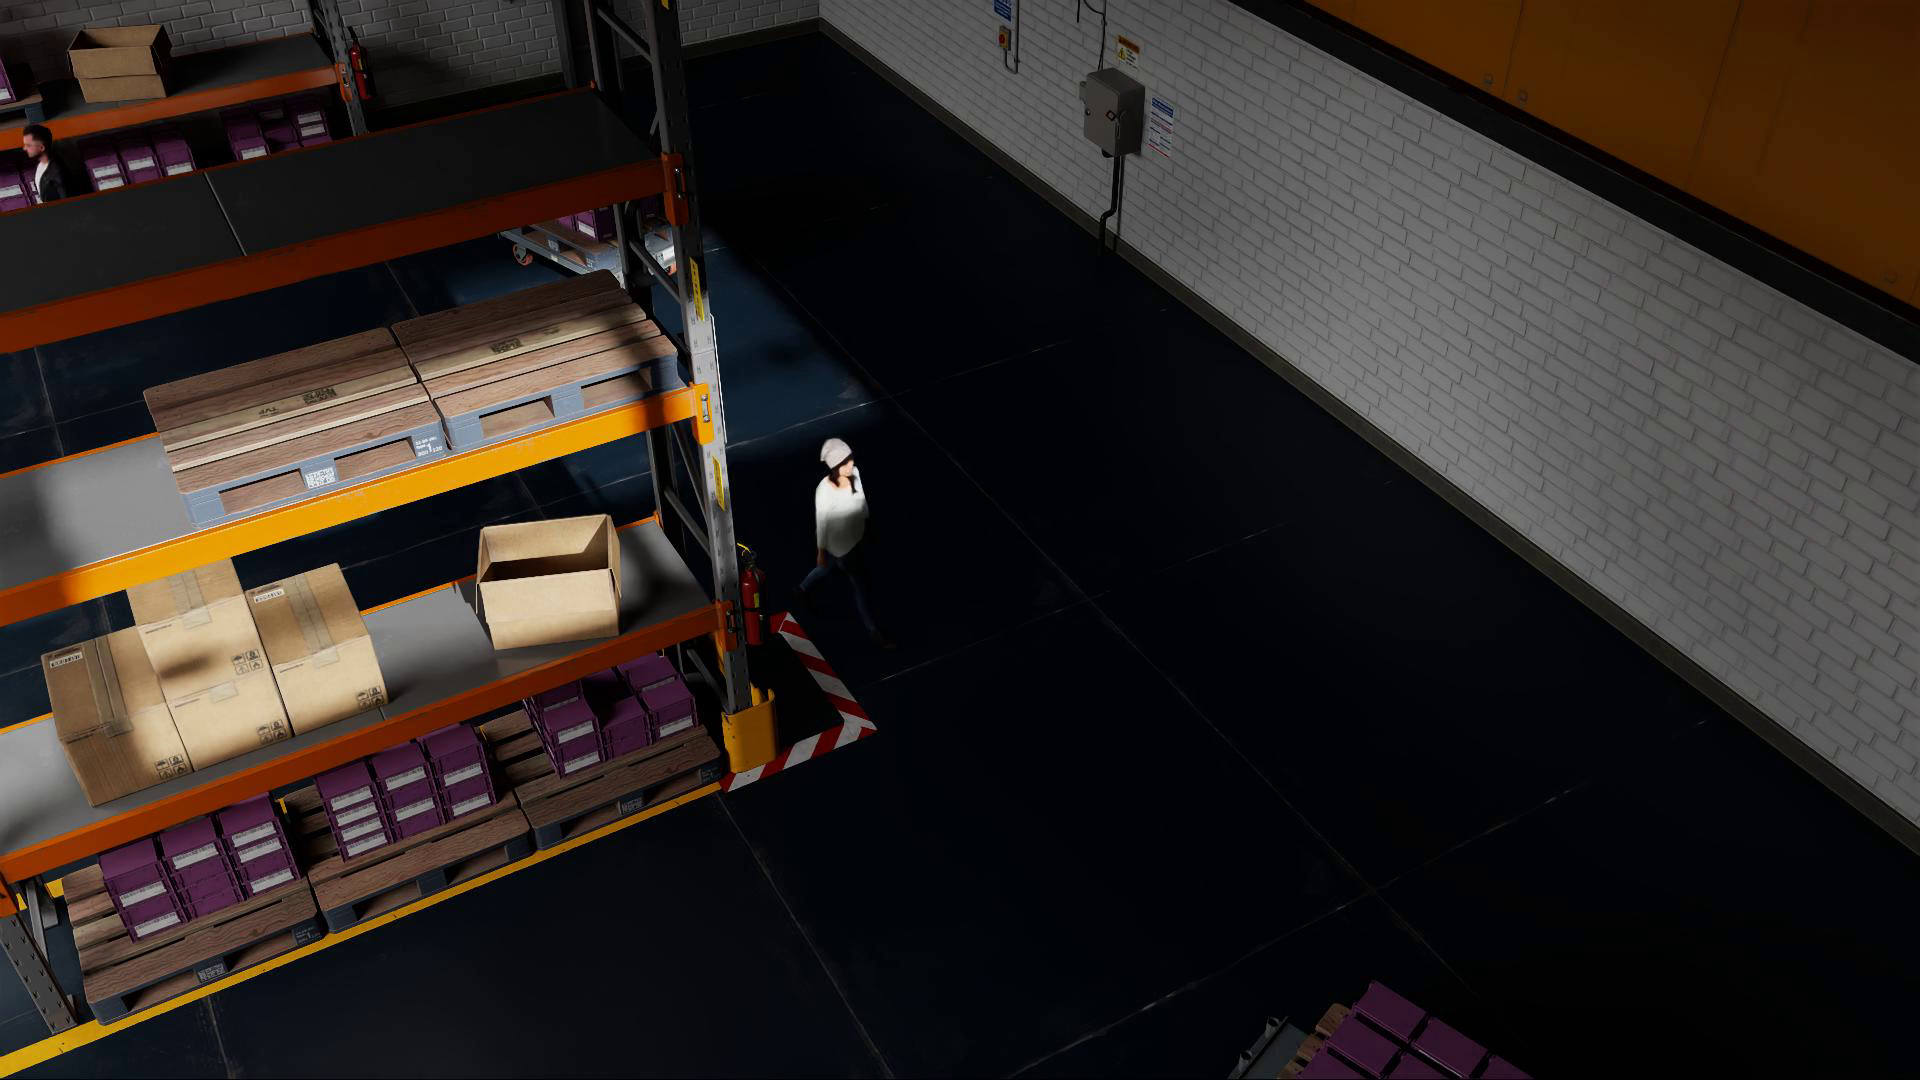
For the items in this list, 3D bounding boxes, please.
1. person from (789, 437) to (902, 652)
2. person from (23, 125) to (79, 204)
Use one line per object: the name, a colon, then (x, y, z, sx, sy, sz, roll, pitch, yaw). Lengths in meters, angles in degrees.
person: (-0.829, -0.012, 10.912, 1.037, 1.605, 1.138, 19, 42, 22)
person: (-7.431, -2.659, 14.058, 1.008, 1.816, 0.736, -26, 45, -29)
